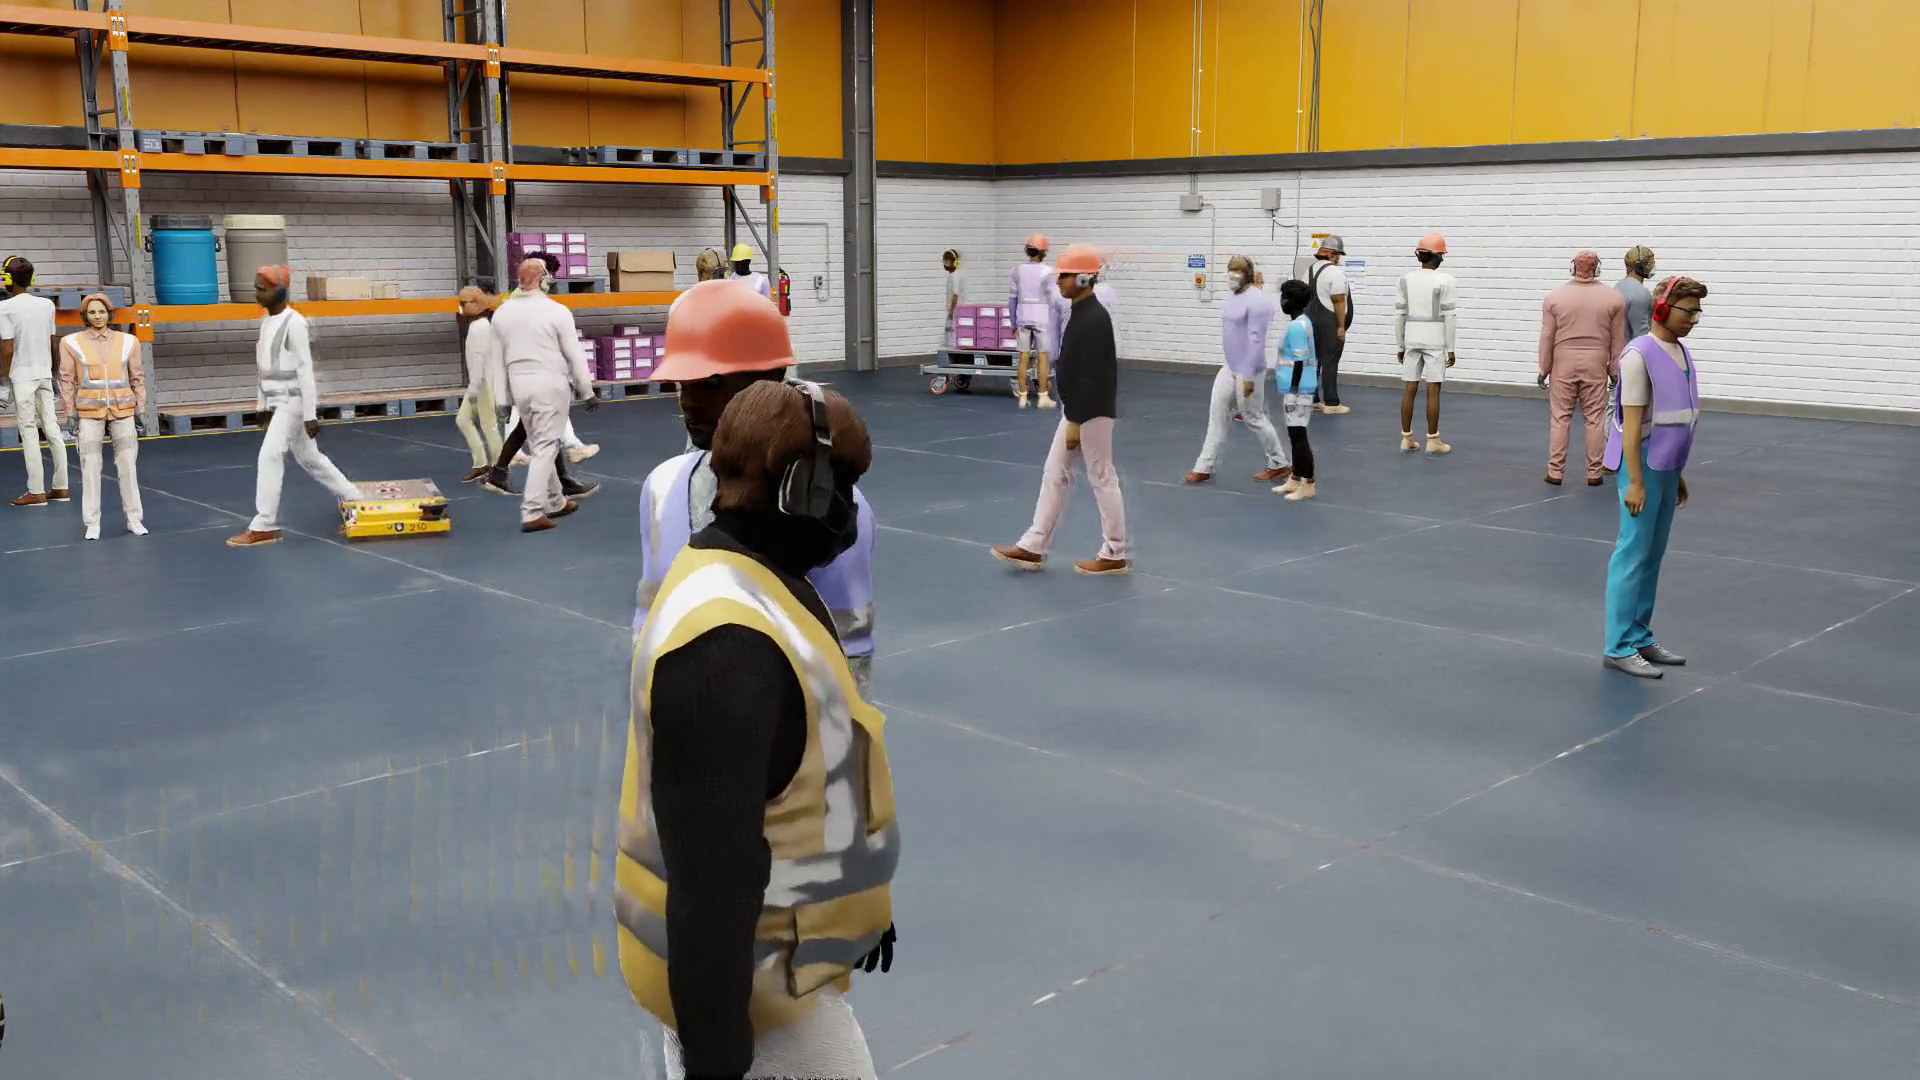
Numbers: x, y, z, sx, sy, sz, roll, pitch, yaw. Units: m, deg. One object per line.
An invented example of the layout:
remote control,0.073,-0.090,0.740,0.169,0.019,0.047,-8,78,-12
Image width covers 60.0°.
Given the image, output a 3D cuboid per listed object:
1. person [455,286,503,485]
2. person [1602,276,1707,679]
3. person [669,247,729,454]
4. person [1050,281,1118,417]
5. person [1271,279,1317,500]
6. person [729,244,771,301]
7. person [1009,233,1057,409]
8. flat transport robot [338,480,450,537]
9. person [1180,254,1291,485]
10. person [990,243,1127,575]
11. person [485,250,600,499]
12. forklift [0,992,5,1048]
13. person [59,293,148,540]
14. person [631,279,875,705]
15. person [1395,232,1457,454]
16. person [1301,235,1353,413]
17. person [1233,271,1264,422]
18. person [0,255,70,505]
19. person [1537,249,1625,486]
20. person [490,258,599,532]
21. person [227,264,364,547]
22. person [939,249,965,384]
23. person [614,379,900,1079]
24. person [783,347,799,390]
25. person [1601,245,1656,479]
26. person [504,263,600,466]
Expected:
person,-3.923,-1.237,13.432,0.493,1.613,0.519,-4,11,-20
person,3.208,-0.298,7.726,0.385,1.838,0.563,9,14,41
person,-1.694,-1.013,11.344,0.635,1.937,0.354,7,12,33
person,1.158,-1.762,15.647,0.654,1.864,1.005,2,11,13
person,2.611,-1.133,12.752,0.468,1.705,0.568,3,11,14
person,-2.475,-2.447,19.205,0.591,1.923,0.381,2,11,13
person,0.880,-2.553,19.459,0.613,2.041,0.390,5,12,26
flat transport robot,-4.011,-0.247,11.721,0.652,0.197,1.431,-4,11,-22
person,2.307,-1.368,13.477,0.947,1.885,0.695,-3,11,-17
person,0.591,-0.748,9.823,0.905,1.959,0.647,-1,10,-7
person,-3.296,-1.266,12.835,0.910,1.923,0.614,0,10,0
forklift,-3.245,0.323,3.363,2.313,2.155,1.214,2,11,13
person,-5.726,-0.828,11.151,0.515,1.641,0.309,-8,13,-35
person,-0.433,0.461,3.310,0.545,1.938,0.361,5,12,27
person,4.332,-1.817,15.444,0.605,2.045,0.377,10,14,44
person,4.230,-2.473,19.031,0.536,2.000,0.673,-5,11,-23
person,3.157,-2.100,18.106,0.266,1.631,0.507,-2,11,-9
person,-6.999,-1.188,12.494,0.328,1.871,0.521,4,11,20
person,5.020,-1.389,13.486,0.651,1.906,0.401,3,11,14
person,-2.880,-1.020,11.600,0.648,1.880,0.770,5,11,25
person,-4.369,-0.898,10.998,0.958,1.845,0.587,-8,13,-35
person,-0.103,-3.025,22.598,0.390,1.833,0.569,-1,10,-5
person,-0.262,0.658,2.595,0.667,1.804,0.648,-1,10,-7
person,-1.248,-0.732,10.748,0.540,1.620,0.417,7,13,35
person,5.581,-1.471,13.844,0.368,1.940,0.632,0,10,1
person,-3.663,-1.564,14.720,0.902,1.800,0.650,-7,12,-32
